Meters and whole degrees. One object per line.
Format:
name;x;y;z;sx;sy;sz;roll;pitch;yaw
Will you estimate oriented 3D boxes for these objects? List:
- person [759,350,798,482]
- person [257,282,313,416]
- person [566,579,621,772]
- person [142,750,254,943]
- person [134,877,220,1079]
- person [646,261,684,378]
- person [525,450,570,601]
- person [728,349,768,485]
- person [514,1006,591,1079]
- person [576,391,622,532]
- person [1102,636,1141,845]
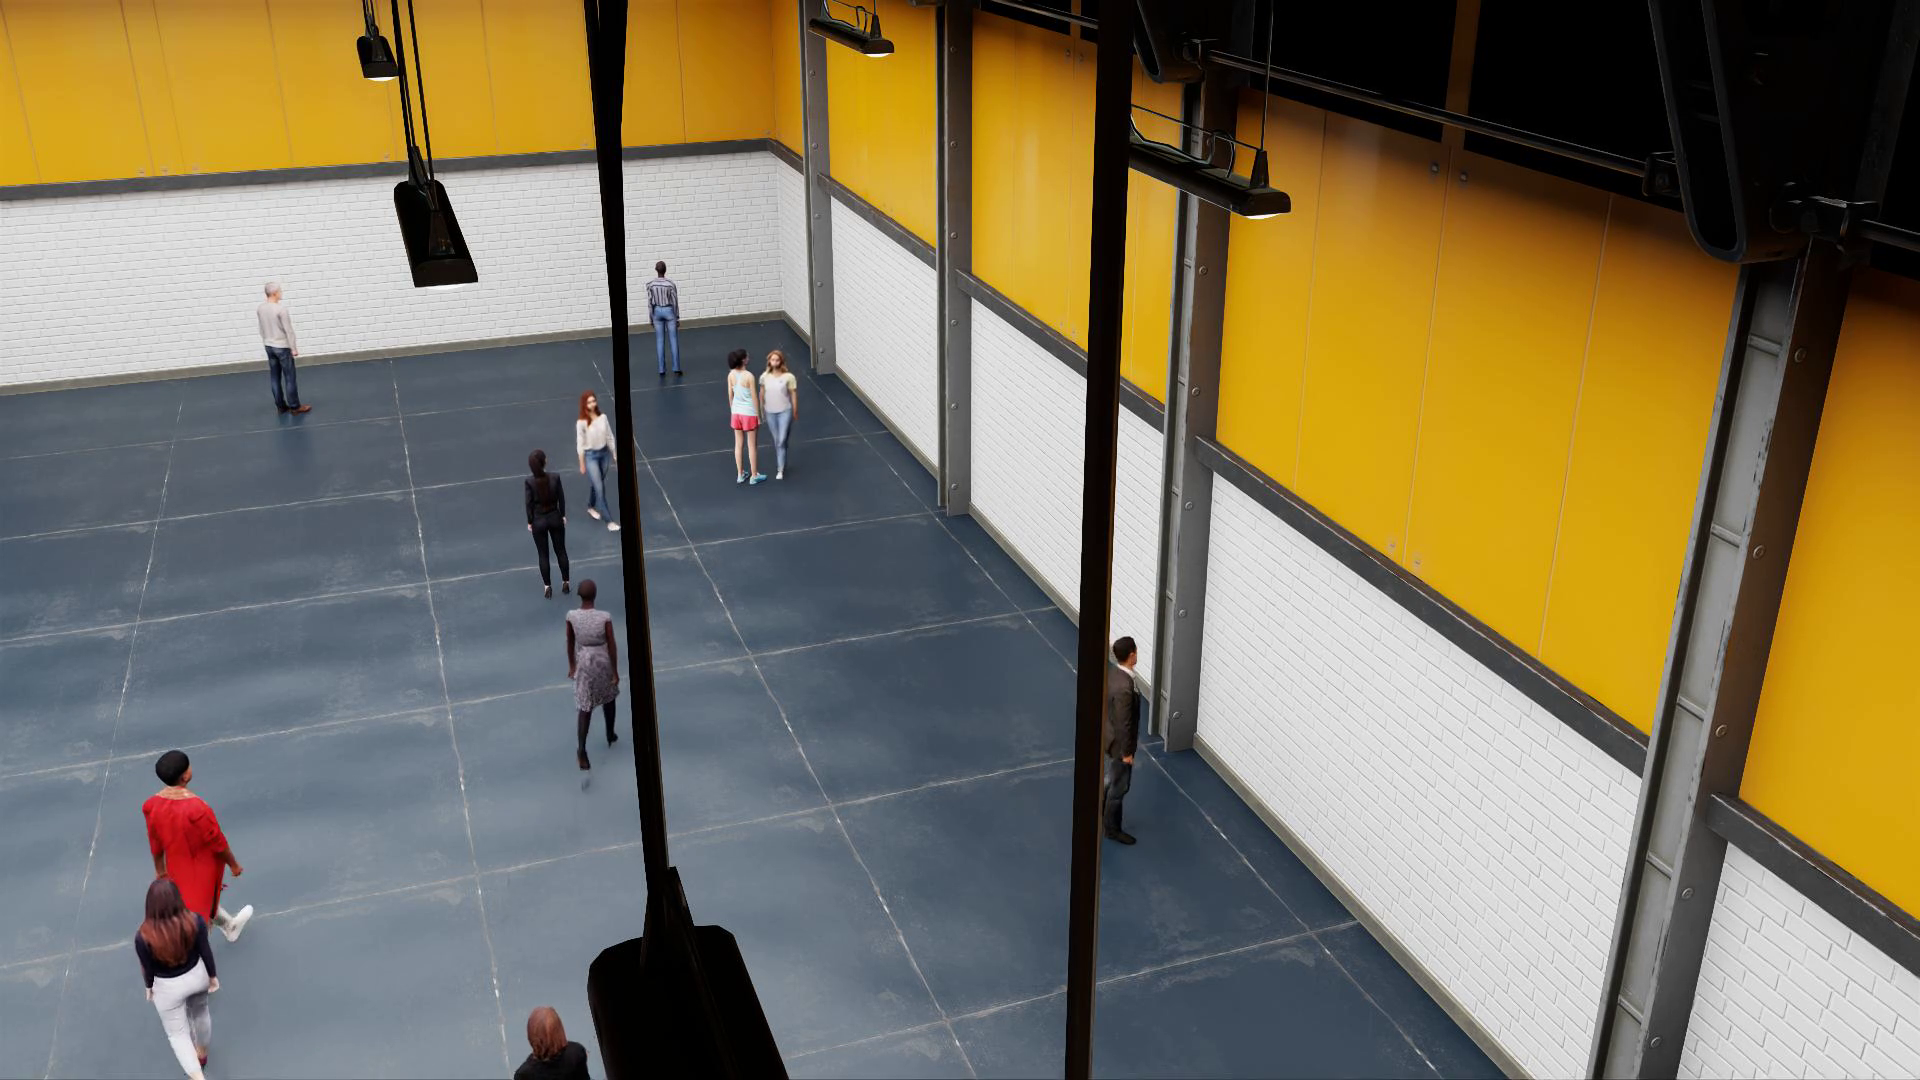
person;-2.334;-1.646;21.492;0.962;1.686;1.163;4;24;9
person;-9.697;-2.725;23.692;0.824;1.901;0.883;11;26;23
person;-3.290;1.226;14.831;0.926;1.758;1.206;1;24;3
person;-5.578;2.442;11.963;1.148;1.828;1.302;7;24;15
person;-5.150;2.987;11.019;0.818;1.586;1.068;-19;30;-36
person;-4.484;-3.361;25.279;0.687;1.796;0.655;1;24;1
person;-4.487;-0.177;18.101;0.582;1.711;0.478;-10;26;-22
person;-2.750;-1.584;21.253;0.683;1.764;0.746;11;26;24
person;-2.298;3.485;9.740;0.679;1.697;0.701;-16;29;-33
person;-4.399;-0.974;19.958;0.894;1.683;1.188;-21;31;-40
person;1.305;1.641;13.845;0.873;1.788;0.697;6;24;12
